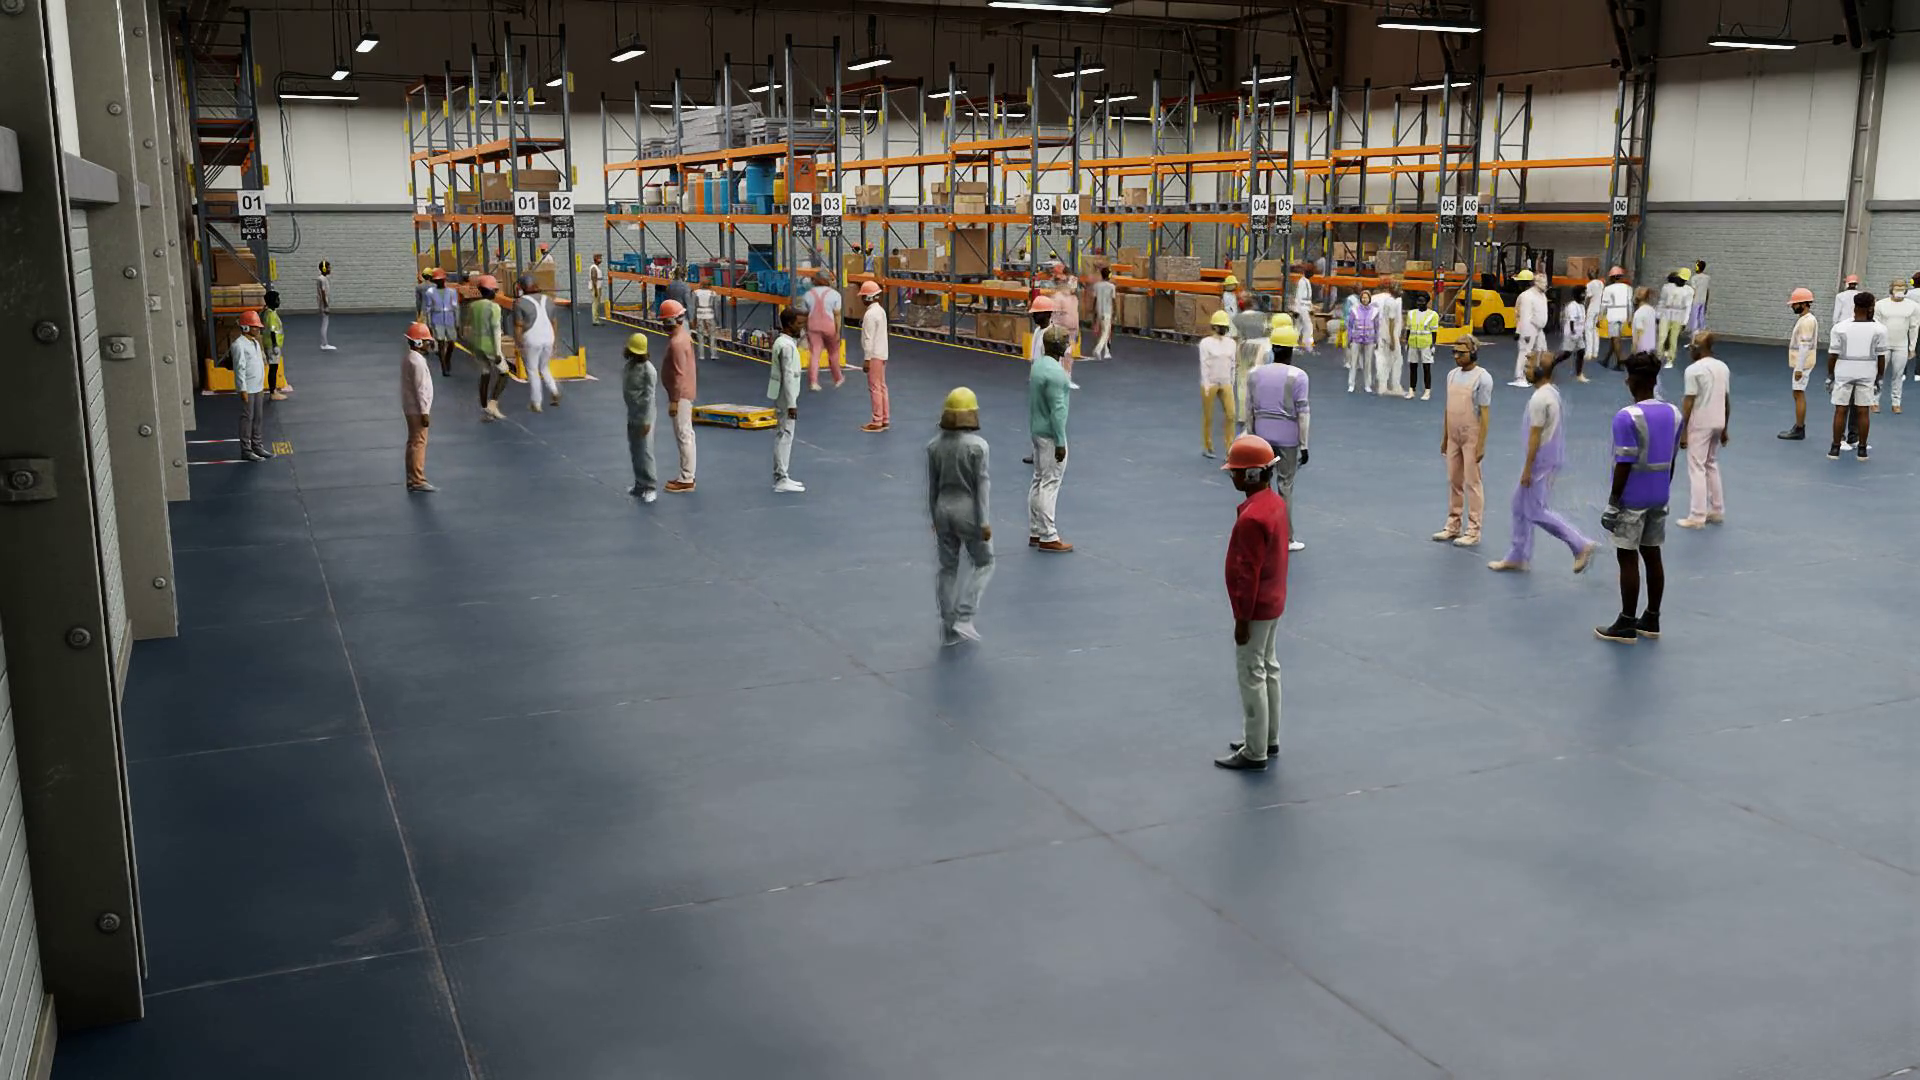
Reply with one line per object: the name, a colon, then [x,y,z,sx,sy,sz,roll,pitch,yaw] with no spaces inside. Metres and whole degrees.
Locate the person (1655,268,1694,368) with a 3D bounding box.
person: [13.178,-4.089,30.747,0.674,1.865,0.630,8,14,34]

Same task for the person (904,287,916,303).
person: [-1.580,-8.408,53.299,0.506,1.632,0.268,9,14,37]

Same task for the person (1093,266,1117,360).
person: [2.839,-4.457,32.741,0.537,1.837,0.861,8,14,35]

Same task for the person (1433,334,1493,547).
person: [4.385,-0.868,14.461,0.343,1.840,0.502,-5,12,-25]

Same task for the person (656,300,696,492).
person: [-2.927,-1.489,17.242,0.392,1.985,0.610,0,11,-2]

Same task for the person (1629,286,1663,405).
person: [9.821,-2.725,23.912,0.439,1.827,0.535,10,15,43]

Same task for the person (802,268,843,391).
person: [-2.226,-3.464,27.135,0.690,2.000,1.080,3,12,15]

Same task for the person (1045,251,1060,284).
person: [2.760,-7.685,49.298,0.523,1.765,0.331,4,12,18]

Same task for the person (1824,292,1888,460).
person: [10.454,-1.910,19.428,0.617,1.964,0.361,5,12,22]

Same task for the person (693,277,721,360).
person: [-4.968,-4.318,32.558,0.573,1.621,0.367,2,11,8]

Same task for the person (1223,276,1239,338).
person: [4.902,-3.921,30.213,0.290,1.746,0.487,3,12,16]

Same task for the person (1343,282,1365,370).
person: [7.346,-3.926,30.584,0.759,1.610,0.529,11,15,44]

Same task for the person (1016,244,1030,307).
person: [1.929,-8.162,51.380,0.395,1.902,0.682,6,13,29]

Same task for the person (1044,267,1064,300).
person: [2.071,-4.970,35.587,0.605,1.713,0.589,-2,11,-10]

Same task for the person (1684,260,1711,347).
person: [15.844,-5.063,35.707,0.531,1.866,0.313,-4,12,-21]

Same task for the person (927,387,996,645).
person: [0.014,-0.152,11.081,0.511,1.727,0.373,8,13,34]

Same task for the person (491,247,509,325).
person: [-11.709,-6.477,42.533,0.637,2.005,0.926,-2,11,-12]

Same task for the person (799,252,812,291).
person: [-4.475,-7.717,49.599,0.609,1.703,0.631,-5,12,-26]

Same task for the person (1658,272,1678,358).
person: [14.207,-4.507,33.305,0.319,1.698,0.538,-1,11,-3]

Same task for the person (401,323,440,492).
person: [-5.602,-1.375,17.284,0.361,1.742,0.563,-6,13,-29]

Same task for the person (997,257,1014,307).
person: [1.336,-7.501,48.676,0.521,1.639,0.311,4,12,19]

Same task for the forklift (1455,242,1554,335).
forklift: [13.047,-6.049,39.881,2.313,2.155,1.214,-5,12,-23]

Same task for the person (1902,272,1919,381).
person: [16.439,-3.676,28.653,0.510,1.870,0.328,4,12,18]

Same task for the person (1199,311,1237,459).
person: [3.053,-1.787,19.388,0.531,1.743,0.698,-4,12,-19]

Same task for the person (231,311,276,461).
person: [-8.253,-1.795,19.412,0.350,1.743,0.563,0,11,1]

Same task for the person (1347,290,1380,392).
person: [6.495,-3.198,26.800,0.514,1.642,0.310,2,11,8]

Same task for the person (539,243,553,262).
person: [-12.111,-7.679,48.674,0.375,1.995,0.609,-10,15,-43]

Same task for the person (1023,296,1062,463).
person: [0.939,-1.804,18.961,0.356,1.936,0.551,-5,12,-23]

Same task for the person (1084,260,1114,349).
person: [2.921,-4.924,34.950,0.650,1.886,0.416,0,11,-1]

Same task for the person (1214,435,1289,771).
person: [1.511,0.321,8.660,0.354,1.743,0.572,5,12,23]

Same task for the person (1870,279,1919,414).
person: [13.443,-2.789,23.990,0.627,1.933,0.366,4,12,20]

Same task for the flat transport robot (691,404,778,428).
flat transport robot: [-3.075,-1.706,22.713,1.431,0.197,0.652,9,14,38]

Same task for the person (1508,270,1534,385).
person: [9.429,-3.543,27.823,0.369,1.928,0.586,9,14,37]

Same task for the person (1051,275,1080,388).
person: [1.683,-3.434,27.437,0.646,1.875,0.683,8,14,35]
